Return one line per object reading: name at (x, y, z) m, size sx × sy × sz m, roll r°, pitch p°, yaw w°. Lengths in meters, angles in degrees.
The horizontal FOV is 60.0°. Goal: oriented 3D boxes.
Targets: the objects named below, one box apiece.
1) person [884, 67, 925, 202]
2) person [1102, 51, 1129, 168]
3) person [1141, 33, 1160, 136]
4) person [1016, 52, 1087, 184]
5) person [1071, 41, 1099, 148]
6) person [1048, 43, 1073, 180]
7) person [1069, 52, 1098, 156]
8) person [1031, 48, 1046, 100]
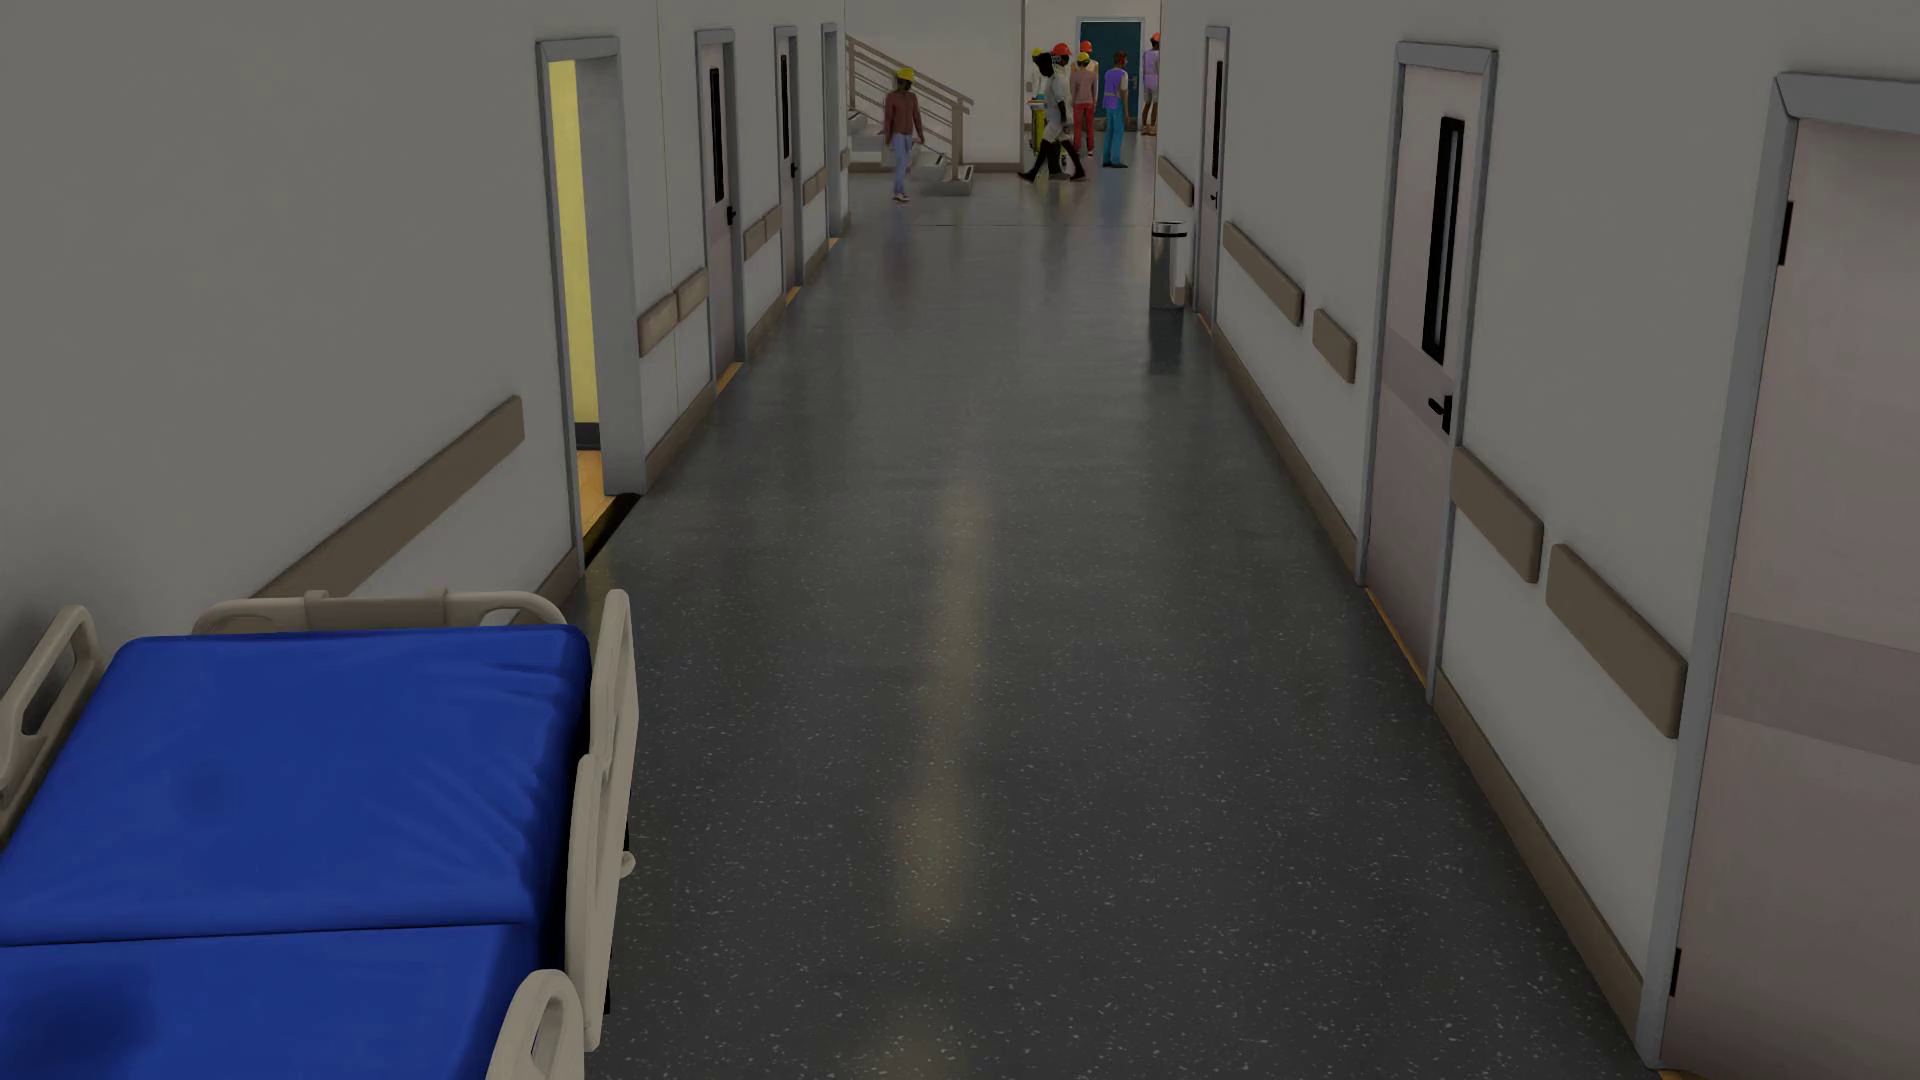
person at (-0.711, -5.351, 22.020) m, size 0.521 × 1.734 × 0.648 m, roll -17°, pitch 24°, yaw -42°
person at (2.508, -6.928, 26.801) m, size 0.376 × 1.836 × 0.564 m, roll -9°, pitch 20°, yaw -27°
person at (3.952, -9.239, 33.753) m, size 0.408 × 2.032 × 0.613 m, roll -12°, pitch 21°, yaw -33°
person at (1.370, -6.179, 24.366) m, size 1.061 × 1.895 × 0.692 m, roll -1°, pitch 18°, yaw -3°
person at (2.304, -8.217, 30.710) m, size 0.540 × 1.930 × 0.387 m, roll -5°, pitch 18°, yaw -14°
person at (1.489, -6.413, 24.922) m, size 0.377 × 1.995 × 0.608 m, roll 4°, pitch 18°, yaw 13°
person at (2.142, -7.591, 28.993) m, size 0.523 × 1.772 × 0.299 m, roll -6°, pitch 19°, yaw -17°
person at (1.518, -8.670, 32.388) m, size 0.329 × 1.767 × 0.528 m, roll 8°, pitch 19°, yaw 24°
